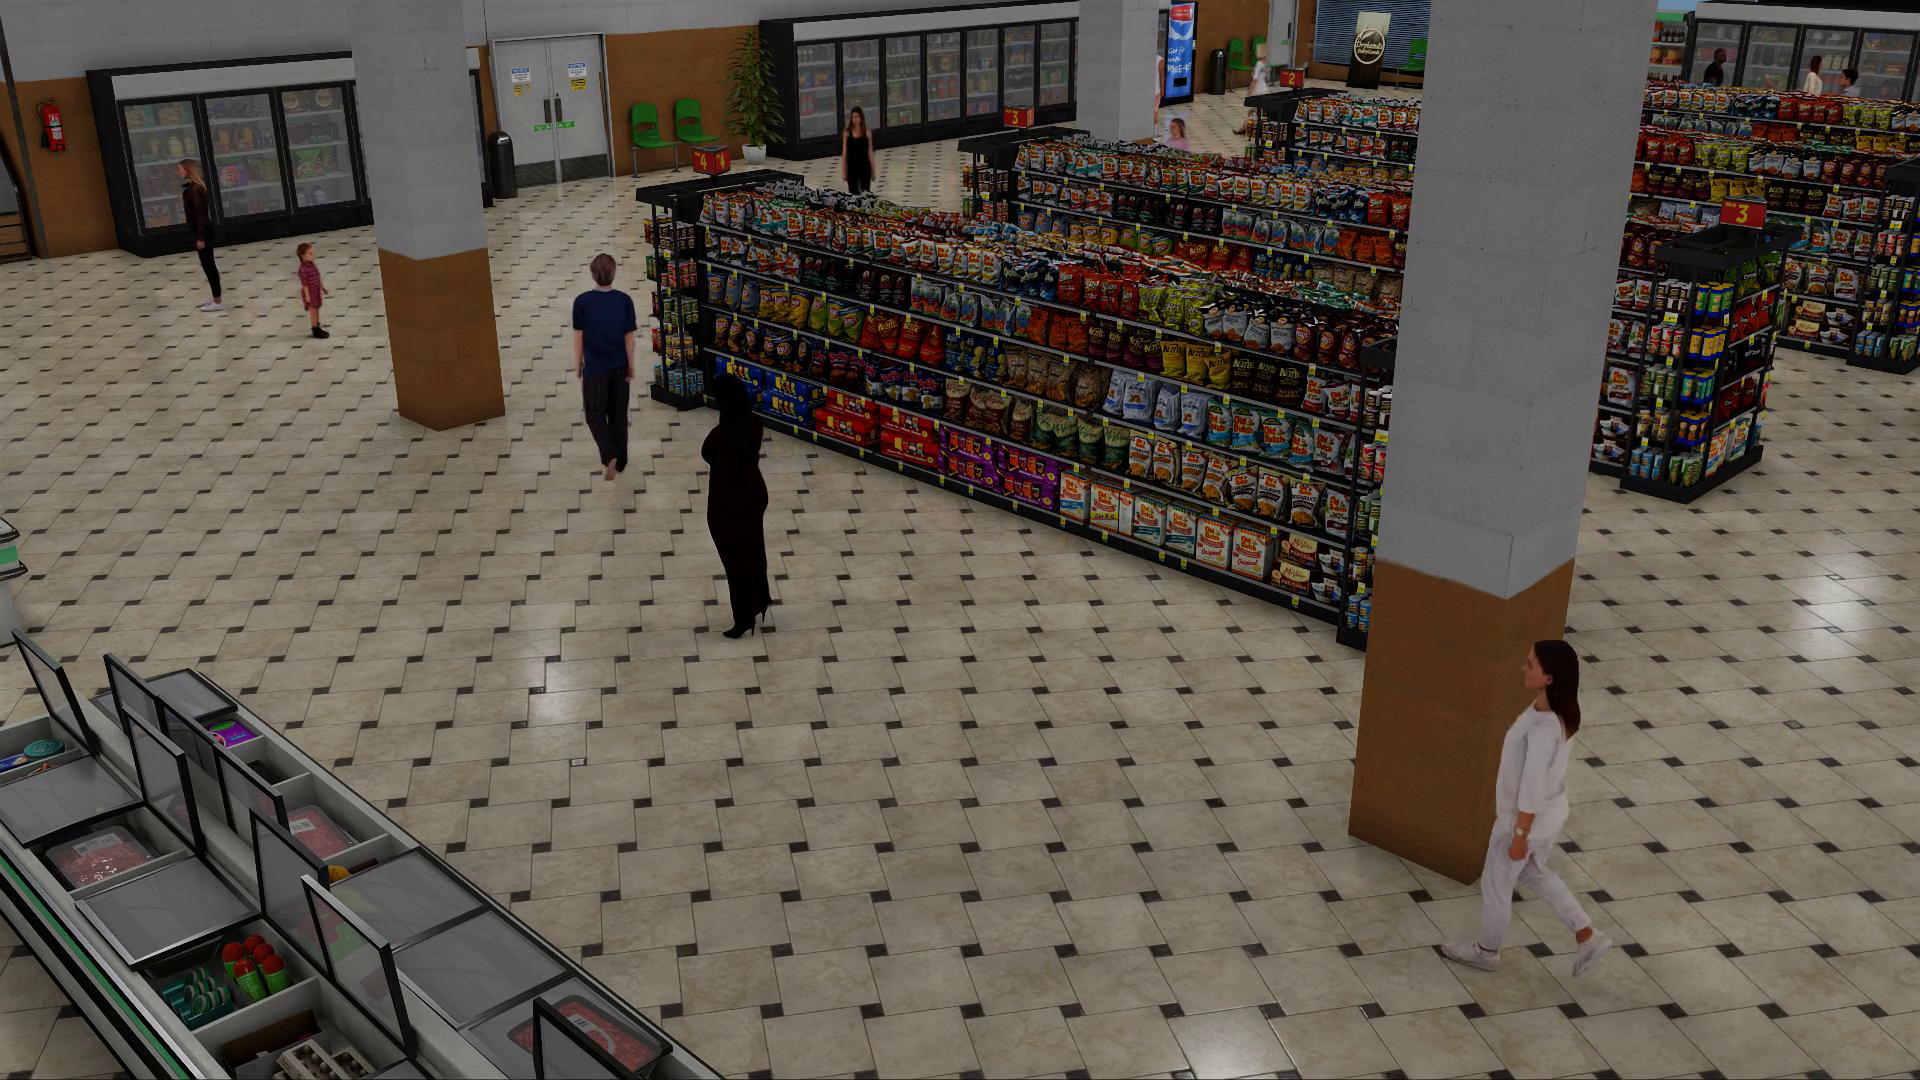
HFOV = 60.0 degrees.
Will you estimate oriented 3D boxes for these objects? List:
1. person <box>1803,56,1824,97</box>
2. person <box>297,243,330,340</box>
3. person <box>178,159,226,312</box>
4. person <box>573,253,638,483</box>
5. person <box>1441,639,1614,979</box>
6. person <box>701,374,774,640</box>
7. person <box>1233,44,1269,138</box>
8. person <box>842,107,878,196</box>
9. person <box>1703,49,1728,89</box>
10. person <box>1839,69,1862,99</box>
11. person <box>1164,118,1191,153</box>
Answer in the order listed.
[{"bbox_3d":[15.022,-7.719,29.477,0.654,1.680,0.677,10,24,24],"label":"person"},{"bbox_3d":[-6.962,-2.681,17.825,0.578,1.017,0.522,2,22,6],"label":"person"},{"bbox_3d":[-8.574,-3.462,18.847,0.746,1.705,0.597,-7,23,-18],"label":"person"},{"bbox_3d":[-2.842,-1.355,13.408,0.901,1.850,1.100,-8,23,-20],"label":"person"},{"bbox_3d":[2.561,1.206,7.271,1.004,1.674,0.748,12,25,27],"label":"person"},{"bbox_3d":[-1.420,-0.227,10.734,0.777,1.752,0.762,5,23,13],"label":"person"},{"bbox_3d":[5.620,-8.243,30.750,1.131,1.702,0.843,9,24,21],"label":"person"},{"bbox_3d":[-1.372,-5.092,22.914,1.076,1.697,1.093,1,22,2],"label":"person"},{"bbox_3d":[13.108,-7.709,29.323,1.193,1.775,0.718,18,28,38],"label":"person"},{"bbox_3d":[13.454,-6.209,25.384,0.735,1.929,0.758,8,23,20],"label":"person"},{"bbox_3d":[2.876,-4.725,22.018,0.670,1.686,0.493,-18,28,-37],"label":"person"}]
